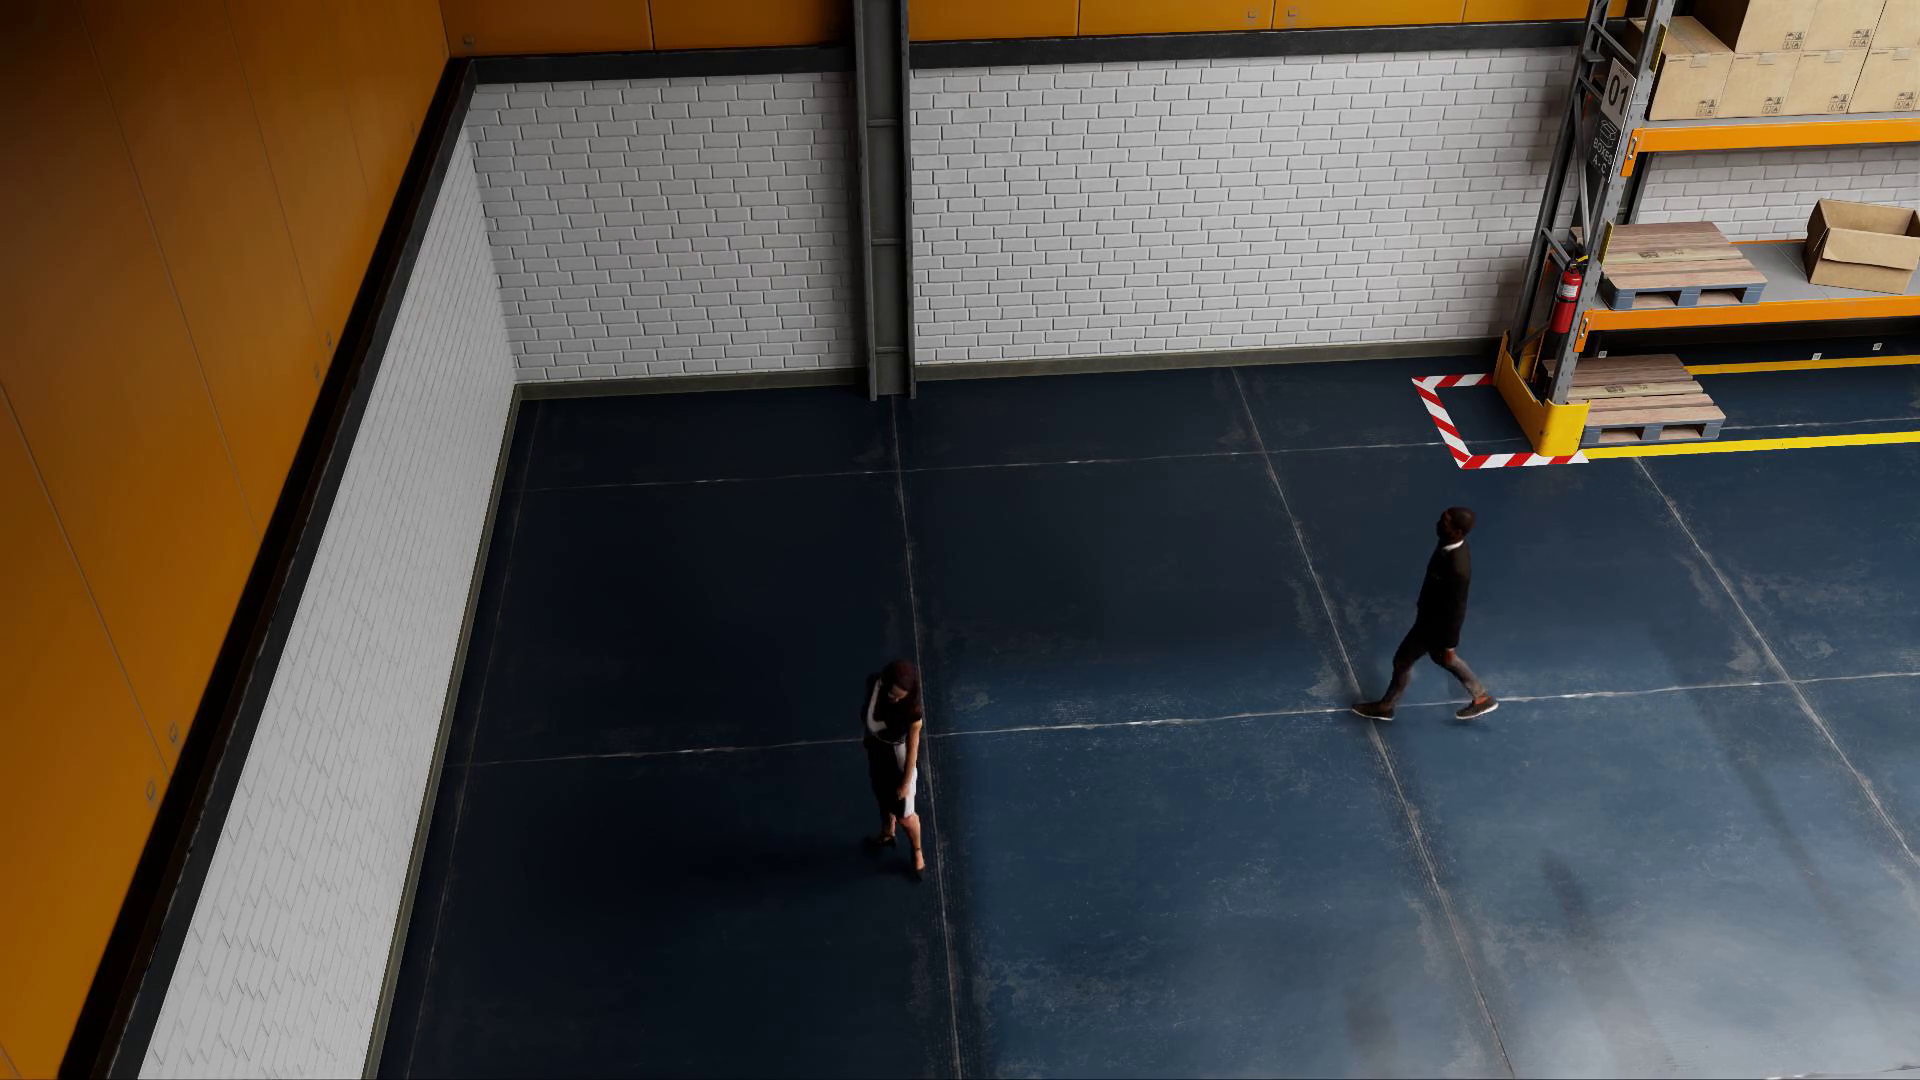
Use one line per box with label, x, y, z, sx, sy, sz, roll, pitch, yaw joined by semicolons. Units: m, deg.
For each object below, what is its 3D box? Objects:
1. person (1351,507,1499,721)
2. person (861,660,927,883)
person;3.145;0.538;10.635;1.241;1.763;0.884;8;39;10
person;-0.426;1.262;9.727;0.757;1.765;0.742;-19;42;-22
